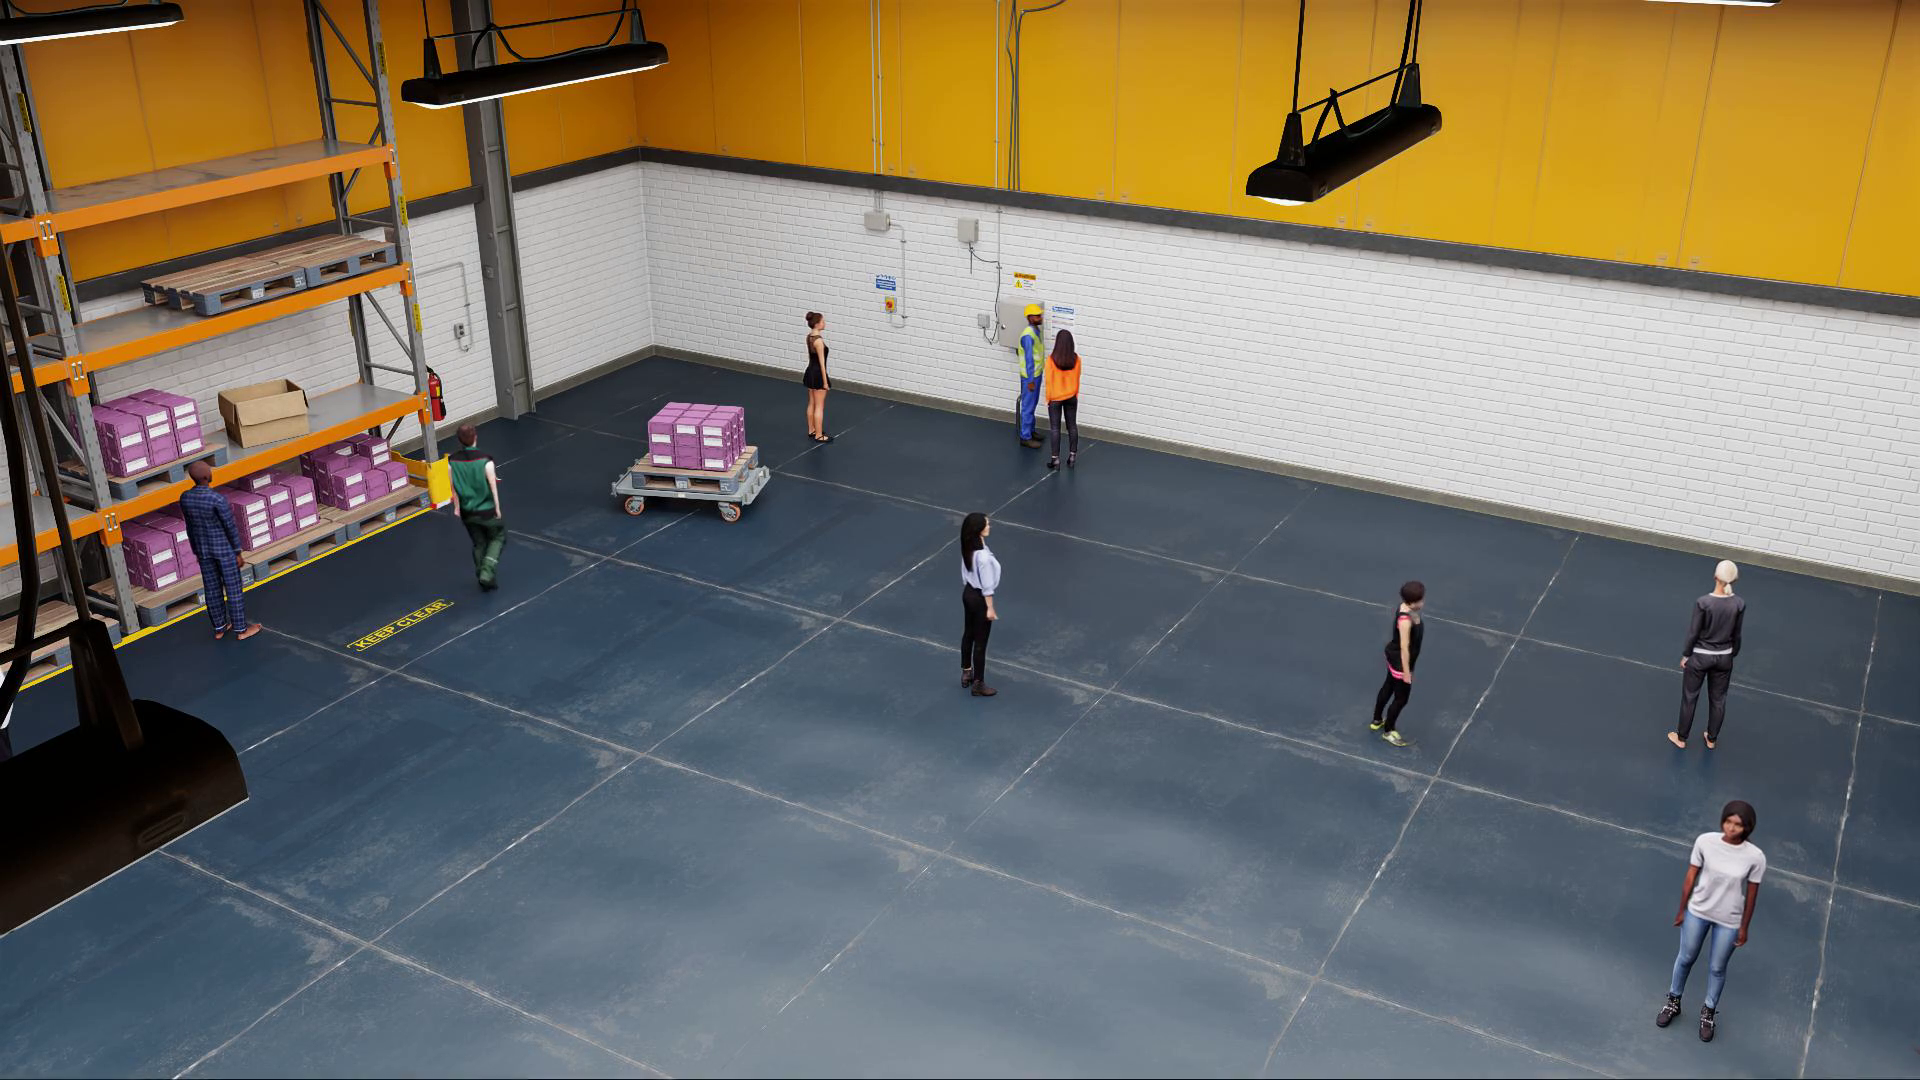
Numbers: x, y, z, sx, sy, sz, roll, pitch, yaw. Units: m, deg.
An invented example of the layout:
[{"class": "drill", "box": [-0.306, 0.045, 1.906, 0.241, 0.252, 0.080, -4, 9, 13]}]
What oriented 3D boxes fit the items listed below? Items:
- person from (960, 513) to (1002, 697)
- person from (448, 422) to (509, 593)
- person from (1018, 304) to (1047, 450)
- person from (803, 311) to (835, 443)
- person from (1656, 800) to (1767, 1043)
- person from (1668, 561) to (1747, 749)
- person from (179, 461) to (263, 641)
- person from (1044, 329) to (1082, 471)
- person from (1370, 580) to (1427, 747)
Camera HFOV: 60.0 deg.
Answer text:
[{"class": "person", "box": [0.154, 0.562, 14.904, 0.752, 1.744, 0.733, -11, 26, -23]}, {"class": "person", "box": [-4.859, -0.288, 16.742, 0.805, 1.830, 0.882, 3, 24, 6]}, {"class": "person", "box": [0.903, -2.082, 20.868, 0.778, 1.812, 0.601, 7, 25, 15]}, {"class": "person", "box": [-1.806, -2.077, 21.027, 0.718, 1.675, 0.681, -11, 26, -23]}, {"class": "person", "box": [4.842, 2.423, 10.679, 0.595, 1.719, 0.529, 15, 28, 30]}, {"class": "person", "box": [6.326, 0.961, 14.013, 0.674, 1.727, 0.666, 2, 24, 4]}, {"class": "person", "box": [-7.104, 0.094, 15.881, 0.742, 1.819, 0.730, 4, 24, 8]}, {"class": "person", "box": [1.238, -1.703, 20.079, 0.688, 1.749, 0.766, -9, 25, -19]}, {"class": "person", "box": [3.740, 1.003, 14.162, 0.803, 1.531, 0.624, 1, 24, 3]}]
